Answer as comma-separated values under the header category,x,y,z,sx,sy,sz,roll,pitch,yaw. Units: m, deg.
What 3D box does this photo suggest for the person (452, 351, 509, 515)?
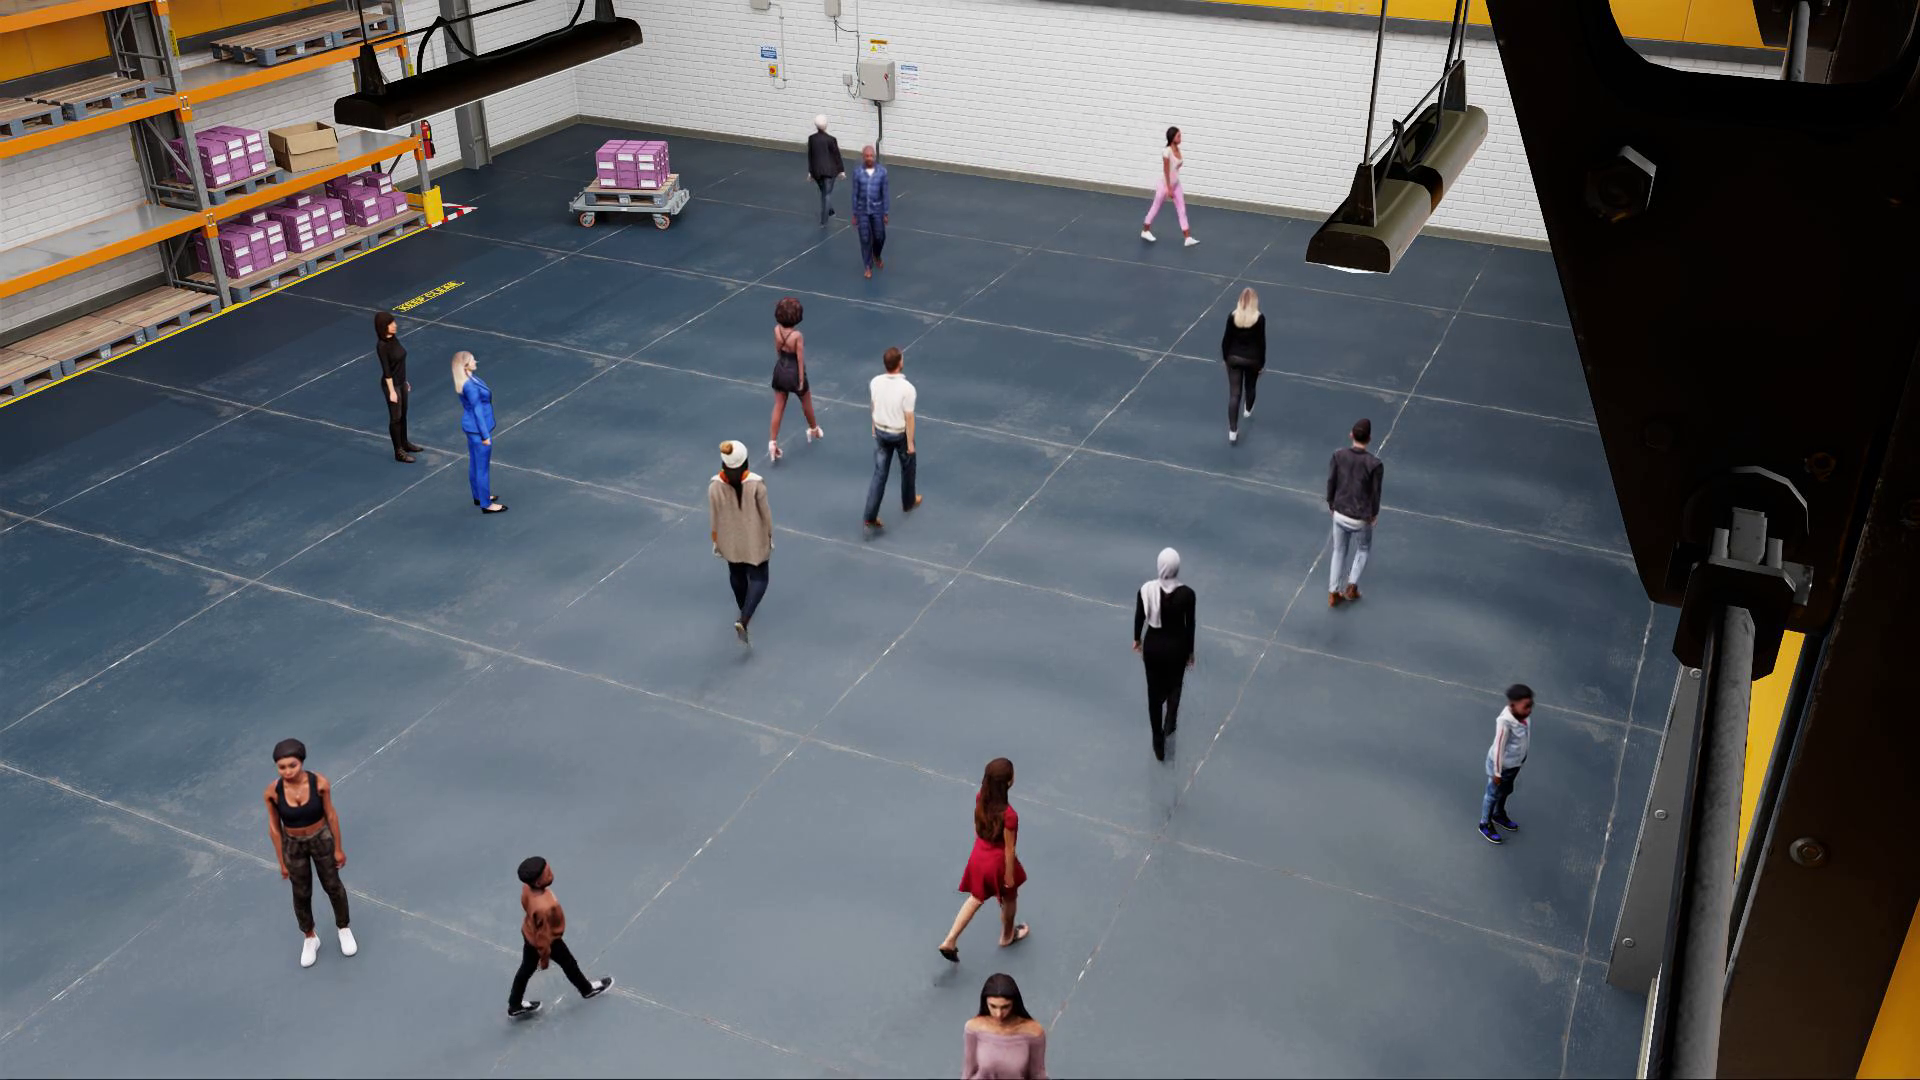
category,x,y,z,sx,sy,sz,roll,pitch,yaw
person,-4.817,-1.083,16.537,0.733,1.701,0.706,-16,32,-26

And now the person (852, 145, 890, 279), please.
category,x,y,z,sx,sy,sz,roll,pitch,yaw
person,-1.247,-4.522,22.728,0.830,1.810,0.891,-2,29,-4

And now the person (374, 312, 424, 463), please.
category,x,y,z,sx,sy,sz,roll,pitch,yaw
person,-5.998,-1.641,17.621,0.695,1.642,0.559,1,29,2

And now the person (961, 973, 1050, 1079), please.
category,x,y,z,sx,sy,sz,roll,pitch,yaw
person,0.232,2.986,8.972,0.714,1.802,0.748,4,29,8

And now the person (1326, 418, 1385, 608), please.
category,x,y,z,sx,sy,sz,roll,pitch,yaw
person,3.460,-0.188,14.772,0.701,1.820,0.634,17,33,28

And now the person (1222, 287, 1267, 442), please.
category,x,y,z,sx,sy,sz,roll,pitch,yaw
person,3.055,-1.872,18.050,0.790,1.636,1.188,7,29,13

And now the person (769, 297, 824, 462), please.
category,x,y,z,sx,sy,sz,roll,pitch,yaw
person,-1.850,-1.658,17.550,0.612,1.741,1.085,15,32,26

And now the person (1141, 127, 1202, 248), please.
category,x,y,z,sx,sy,sz,roll,pitch,yaw
person,2.904,-5.029,23.791,0.916,1.681,1.203,24,37,37

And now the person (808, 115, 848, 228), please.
category,x,y,z,sx,sy,sz,roll,pitch,yaw
person,-2.013,-5.411,24.748,0.751,1.747,0.991,12,31,21

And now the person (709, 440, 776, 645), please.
category,x,y,z,sx,sy,sz,roll,pitch,yaw
person,-1.899,0.010,14.360,0.827,1.867,1.110,6,29,10

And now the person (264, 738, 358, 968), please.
category,x,y,z,sx,sy,sz,roll,pitch,yaw
person,-4.248,2.007,10.873,0.665,1.699,0.720,-9,30,-16

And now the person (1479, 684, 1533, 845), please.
category,x,y,z,sx,sy,sz,roll,pitch,yaw
person,3.974,1.589,12.098,0.526,1.262,0.611,-23,36,-36

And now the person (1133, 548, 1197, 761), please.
category,x,y,z,sx,sy,sz,roll,pitch,yaw
person,1.575,0.924,12.793,0.755,1.763,0.837,4,29,7

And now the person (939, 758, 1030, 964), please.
category,x,y,z,sx,sy,sz,roll,pitch,yaw
person,0.168,2.125,10.834,1.029,1.530,0.758,-25,37,-38

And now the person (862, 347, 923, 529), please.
category,x,y,z,sx,sy,sz,roll,pitch,yaw
person,-0.716,-0.963,16.191,0.734,1.821,1.213,15,32,25

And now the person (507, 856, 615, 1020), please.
category,x,y,z,sx,sy,sz,roll,pitch,yaw
person,-2.685,2.516,10.443,0.981,1.218,0.830,-17,33,-28
